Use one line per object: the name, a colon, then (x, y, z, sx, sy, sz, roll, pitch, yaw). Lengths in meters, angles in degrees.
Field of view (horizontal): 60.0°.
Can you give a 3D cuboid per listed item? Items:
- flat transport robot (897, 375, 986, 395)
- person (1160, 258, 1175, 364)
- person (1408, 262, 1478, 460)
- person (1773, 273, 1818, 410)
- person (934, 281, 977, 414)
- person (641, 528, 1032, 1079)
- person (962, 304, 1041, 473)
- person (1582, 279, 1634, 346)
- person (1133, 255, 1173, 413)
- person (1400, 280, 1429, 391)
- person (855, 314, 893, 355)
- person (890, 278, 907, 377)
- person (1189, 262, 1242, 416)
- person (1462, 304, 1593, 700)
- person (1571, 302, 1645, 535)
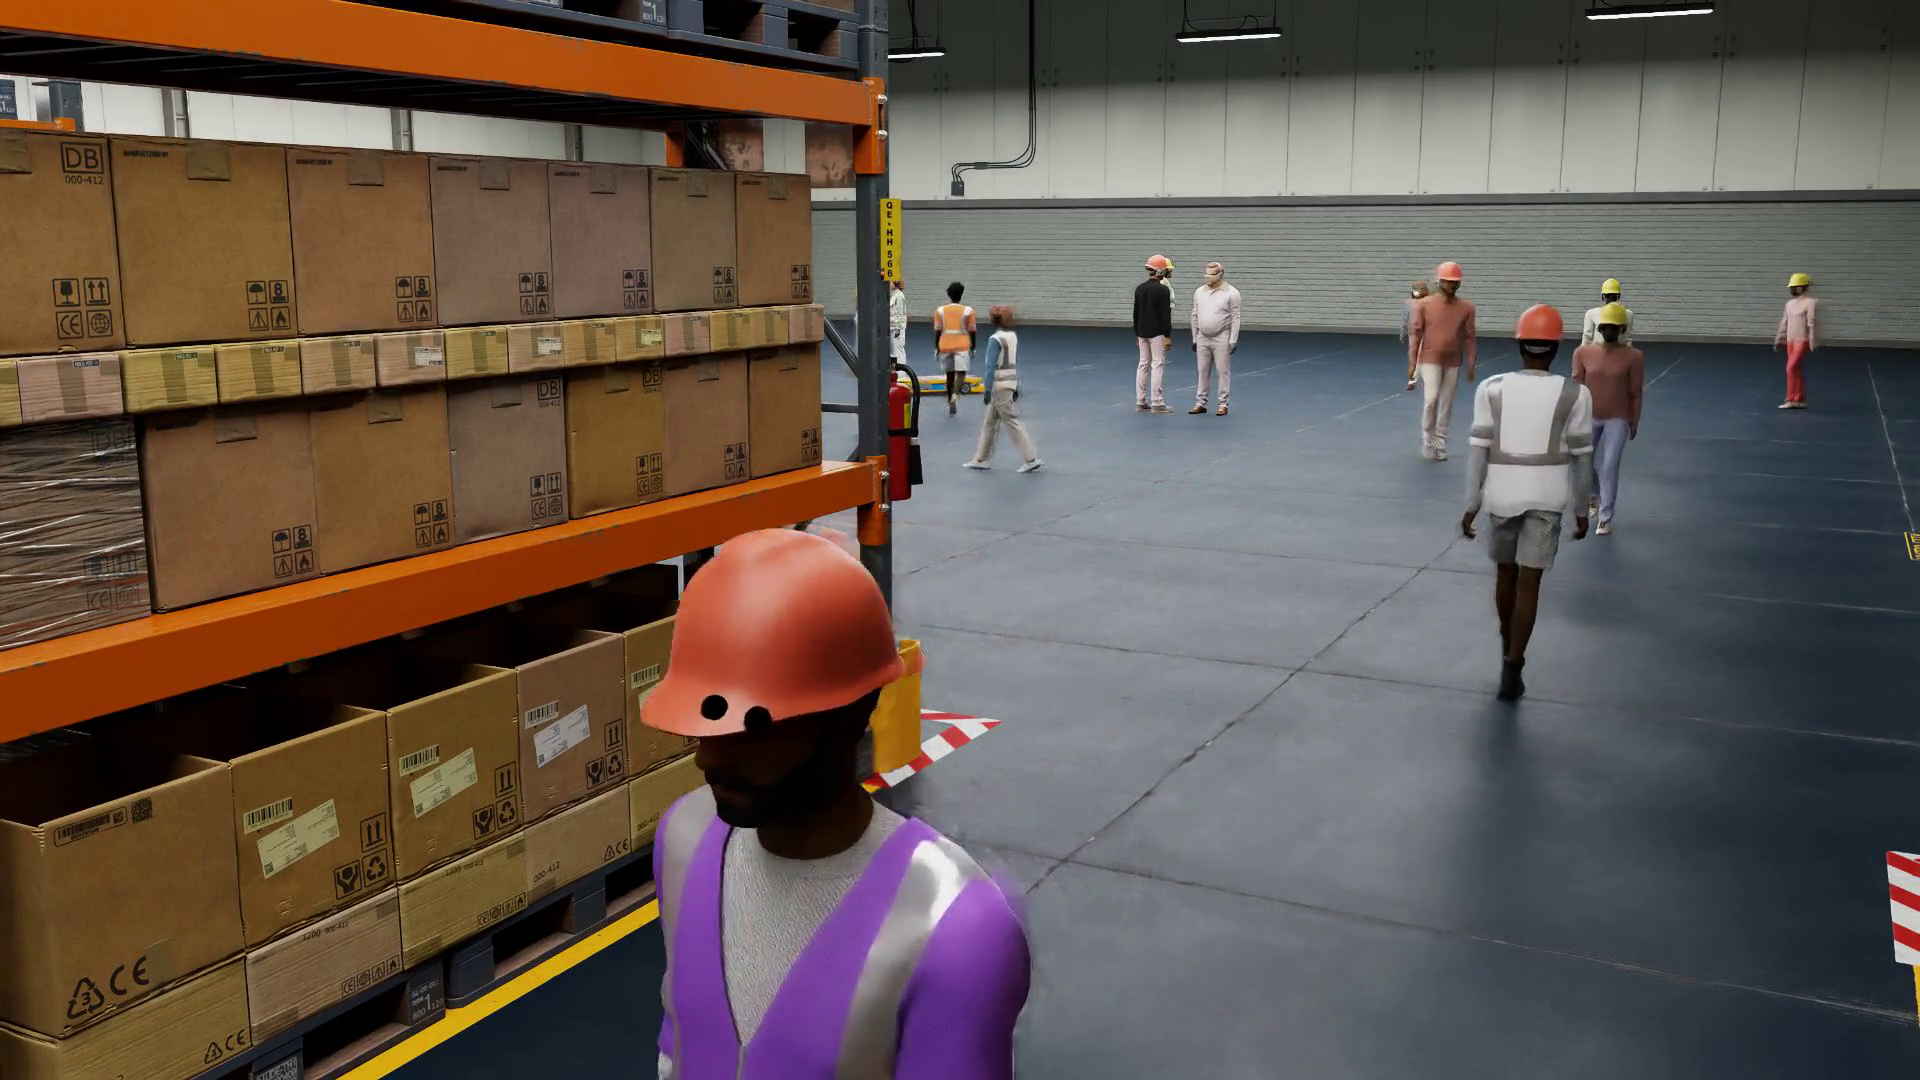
flat transport robot: (-0.347, -2.211, 23.630, 1.431, 0.197, 0.652, -5, 11, -25)
person: (3.574, -4.018, 29.218, 0.403, 1.835, 0.586, 1, 10, 6)
person: (4.807, -1.755, 16.478, 0.652, 1.975, 0.548, 0, 10, -1)
person: (10.679, -2.540, 21.377, 0.631, 1.742, 0.561, -2, 11, -10)
person: (-0.072, -2.396, 20.832, 0.540, 1.676, 0.736, 3, 11, 14)
person: (-0.190, 0.932, 1.976, 0.572, 1.923, 0.402, 8, 13, 36)
person: (0.417, -1.438, 15.789, 0.839, 1.599, 0.525, 4, 11, 21)
person: (7.135, -1.990, 18.345, 0.534, 1.767, 0.314, 2, 11, 9)
person: (2.464, -2.606, 21.077, 0.396, 1.992, 0.623, -7, 13, -35)
person: (6.713, -2.991, 24.265, 0.510, 1.599, 0.806, 10, 14, 43)
person: (-0.931, -1.931, 18.129, 0.489, 1.728, 0.414, -7, 12, -32)
person: (-0.962, -3.226, 25.432, 0.307, 1.641, 0.513, -2, 11, -12)
person: (3.172, -2.507, 20.791, 0.642, 1.905, 0.399, 7, 13, 35)
person: (2.848, -0.213, 8.283, 0.573, 1.894, 0.960, 6, 12, 28)
person: (4.898, -0.934, 12.625, 0.535, 1.749, 0.529, 6, 12, 30)
